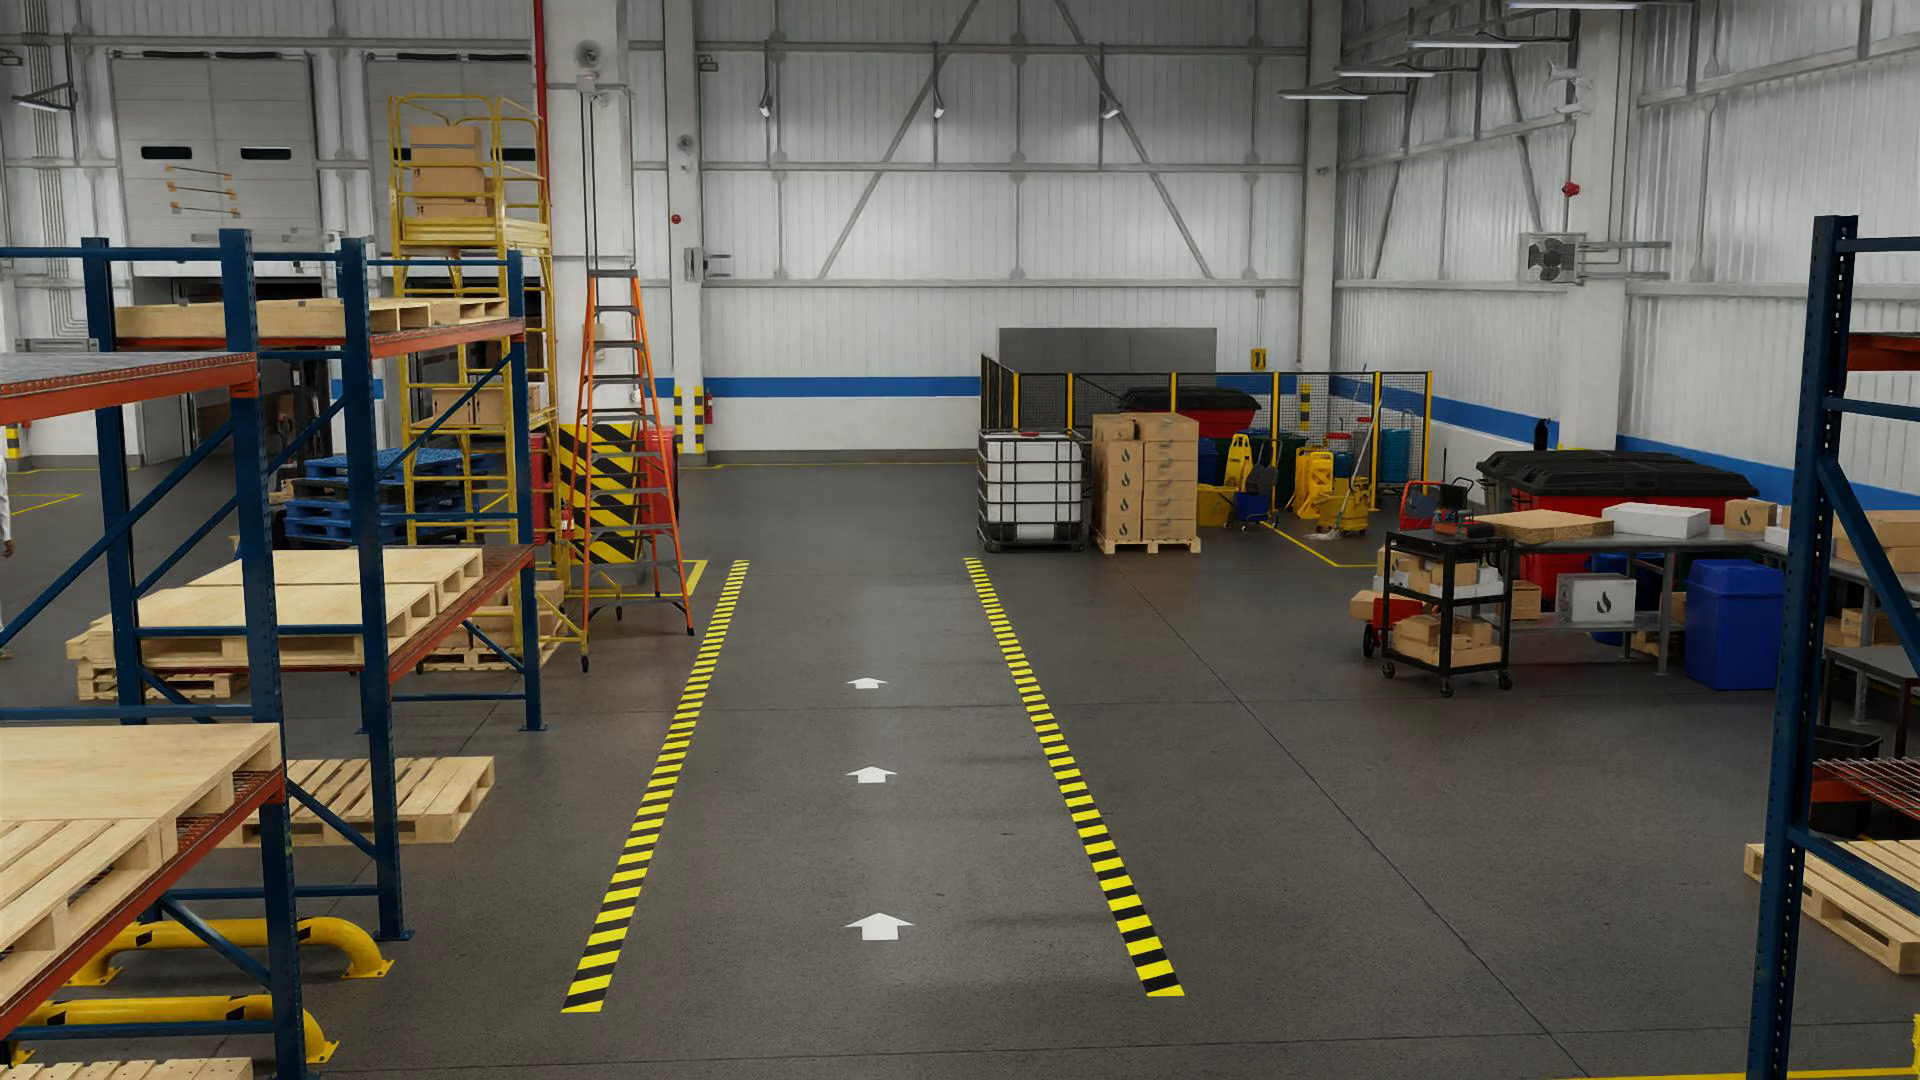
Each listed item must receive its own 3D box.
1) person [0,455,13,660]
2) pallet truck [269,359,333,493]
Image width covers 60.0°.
[{"bbox_3d":[-7.358,-0.017,12.359,0.575,1.884,0.355,-9,12,-43],"label":"person"},{"bbox_3d":[-7.062,-1.131,18.996,1.885,1.965,0.823,2,9,13],"label":"pallet truck"}]
